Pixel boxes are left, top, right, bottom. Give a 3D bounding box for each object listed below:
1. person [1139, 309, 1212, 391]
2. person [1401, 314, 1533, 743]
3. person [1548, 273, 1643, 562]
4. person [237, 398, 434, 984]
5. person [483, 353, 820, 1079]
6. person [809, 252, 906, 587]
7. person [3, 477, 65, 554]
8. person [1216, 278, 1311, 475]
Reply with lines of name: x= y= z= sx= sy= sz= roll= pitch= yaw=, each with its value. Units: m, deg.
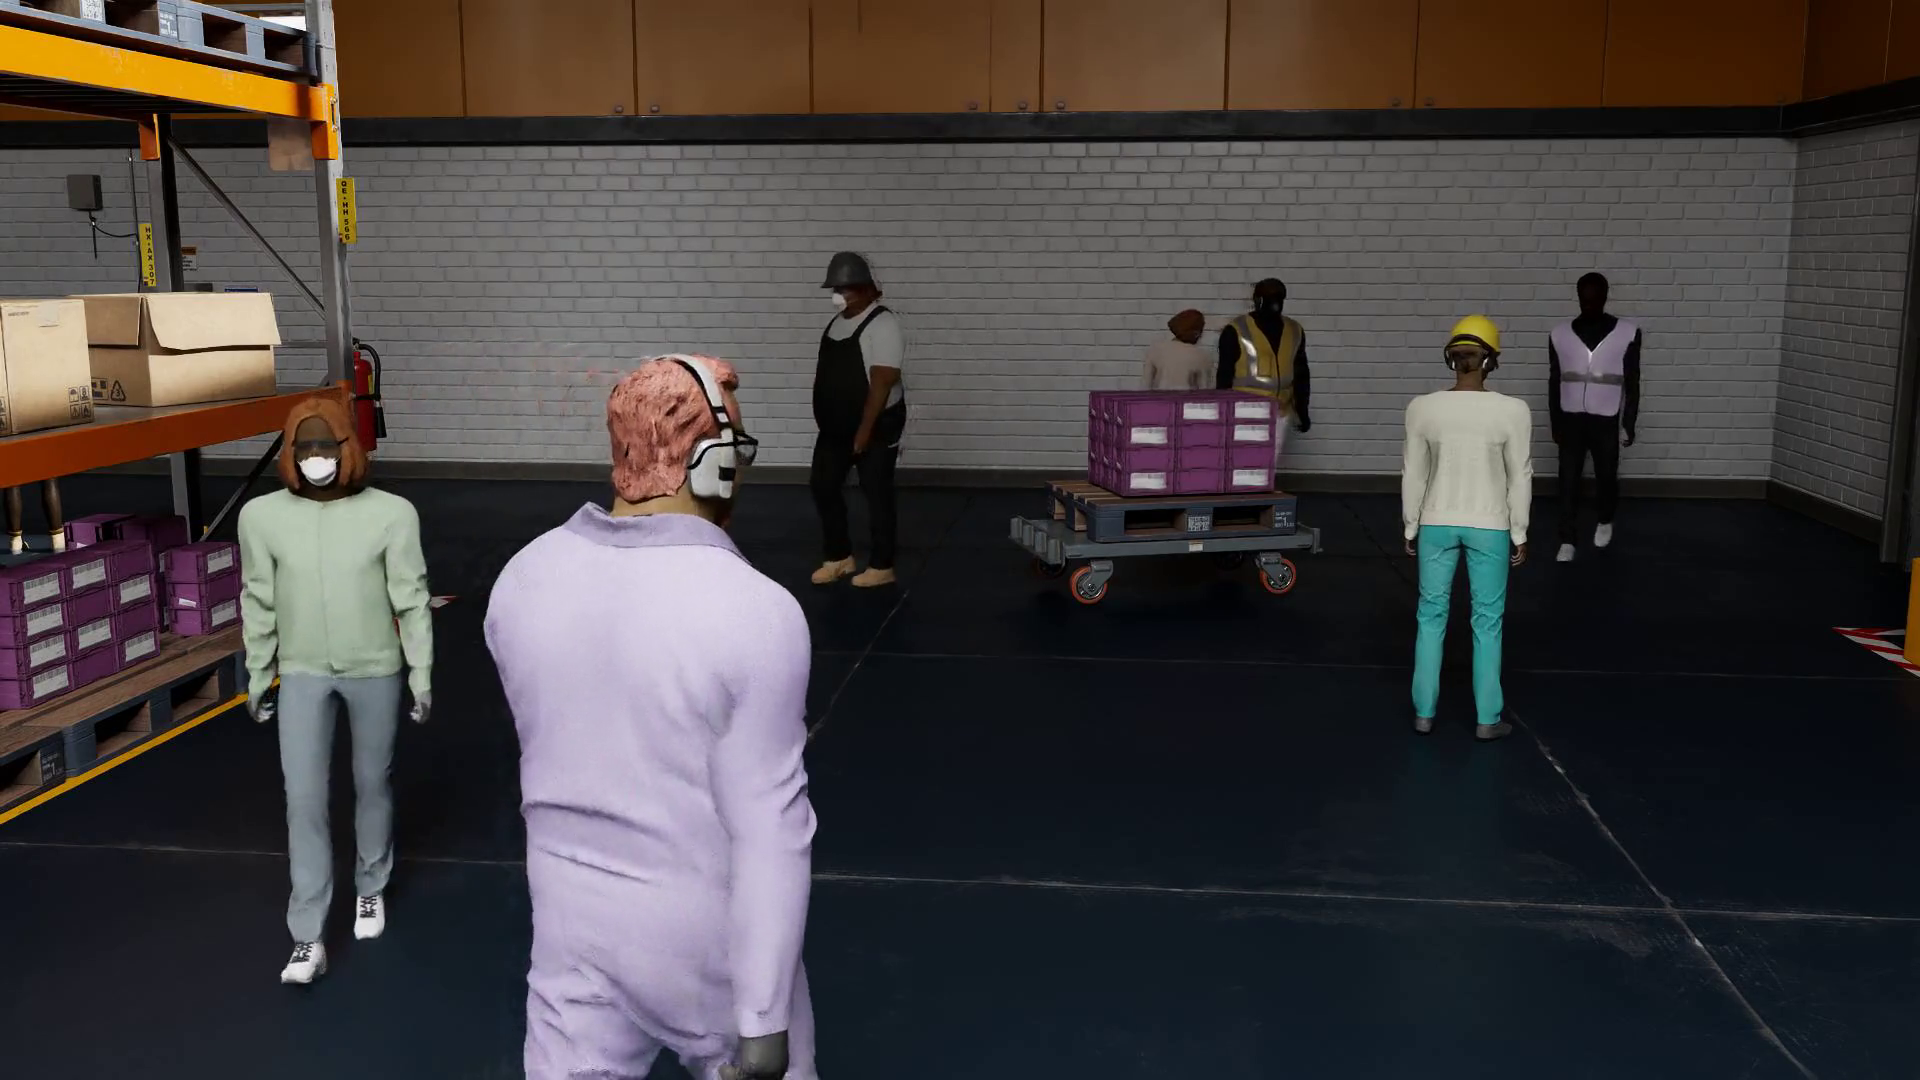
person: x=1.568 y=-0.895 z=12.198 sx=0.532 sy=1.596 sz=0.390 roll=1 pitch=10 yaw=7
person: x=2.085 y=-0.043 z=6.869 sx=0.523 sy=1.760 sz=0.325 roll=5 pitch=11 yaw=28
person: x=4.199 y=-0.830 z=11.039 sx=0.594 sy=1.884 sz=0.895 roll=5 pitch=11 yaw=27
person: x=-1.744 y=0.415 z=4.649 sx=0.520 sy=1.601 sz=0.755 roll=-3 pitch=10 yaw=-14
person: x=-0.456 y=0.622 z=2.769 sx=0.656 sy=1.853 sz=0.998 roll=6 pitch=11 yaw=29
person: x=-0.635 y=-0.715 z=9.904 sx=0.610 sy=2.000 sz=0.687 roll=-9 pitch=13 yaw=-42
person: x=-6.209 y=-0.745 z=11.060 sx=0.532 sy=1.698 sz=0.319 roll=-2 pitch=10 yaw=-10
person: x=2.121 y=-0.907 z=11.633 sx=0.636 sy=1.828 sz=0.477 roll=-4 pitch=11 yaw=-21
